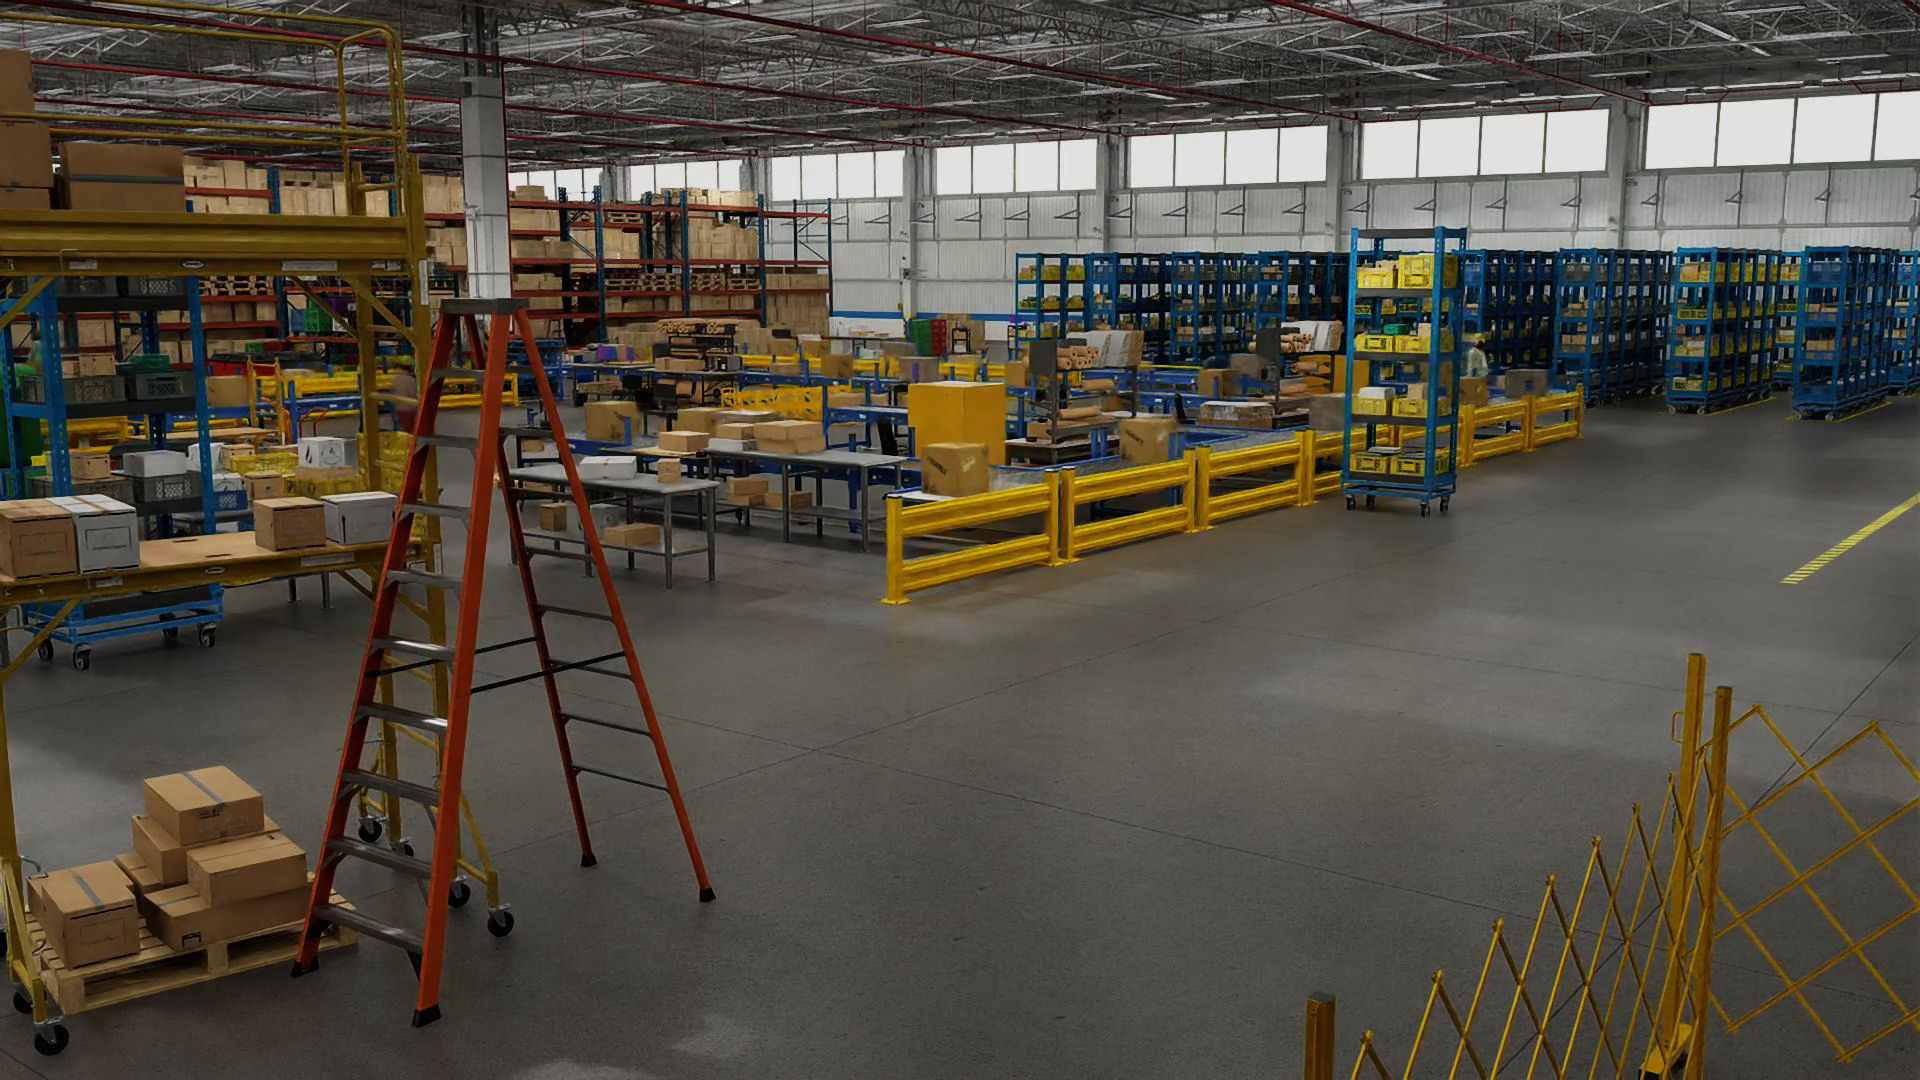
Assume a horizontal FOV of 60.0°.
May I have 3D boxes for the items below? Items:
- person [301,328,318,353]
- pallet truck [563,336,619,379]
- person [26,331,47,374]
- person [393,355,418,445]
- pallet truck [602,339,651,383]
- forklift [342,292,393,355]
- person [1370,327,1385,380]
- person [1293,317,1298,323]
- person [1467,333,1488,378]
[{"bbox_3d":[-17.880,-5.220,45.596,0.636,1.921,0.662,8,12,40],"label":"person"},{"bbox_3d":[-10.690,-5.294,48.215,1.601,1.201,0.680,-5,10,-26],"label":"pallet truck"},{"bbox_3d":[-23.565,-4.555,42.502,0.887,1.569,0.517,0,9,-2],"label":"person"},{"bbox_3d":[-8.781,-2.060,26.405,0.554,1.745,0.406,5,11,30],"label":"person"},{"bbox_3d":[-8.991,-4.871,45.351,0.653,1.274,1.630,7,11,37],"label":"pallet truck"},{"bbox_3d":[-16.485,-5.622,45.120,1.129,2.768,1.873,7,11,37],"label":"forklift"},{"bbox_3d":[9.302,-3.821,37.067,0.988,1.854,0.669,9,13,44],"label":"person"},{"bbox_3d":[10.267,-6.051,50.605,0.414,1.985,0.612,7,11,36],"label":"person"},{"bbox_3d":[10.700,-3.406,34.628,0.746,1.811,0.599,6,11,35],"label":"person"}]
